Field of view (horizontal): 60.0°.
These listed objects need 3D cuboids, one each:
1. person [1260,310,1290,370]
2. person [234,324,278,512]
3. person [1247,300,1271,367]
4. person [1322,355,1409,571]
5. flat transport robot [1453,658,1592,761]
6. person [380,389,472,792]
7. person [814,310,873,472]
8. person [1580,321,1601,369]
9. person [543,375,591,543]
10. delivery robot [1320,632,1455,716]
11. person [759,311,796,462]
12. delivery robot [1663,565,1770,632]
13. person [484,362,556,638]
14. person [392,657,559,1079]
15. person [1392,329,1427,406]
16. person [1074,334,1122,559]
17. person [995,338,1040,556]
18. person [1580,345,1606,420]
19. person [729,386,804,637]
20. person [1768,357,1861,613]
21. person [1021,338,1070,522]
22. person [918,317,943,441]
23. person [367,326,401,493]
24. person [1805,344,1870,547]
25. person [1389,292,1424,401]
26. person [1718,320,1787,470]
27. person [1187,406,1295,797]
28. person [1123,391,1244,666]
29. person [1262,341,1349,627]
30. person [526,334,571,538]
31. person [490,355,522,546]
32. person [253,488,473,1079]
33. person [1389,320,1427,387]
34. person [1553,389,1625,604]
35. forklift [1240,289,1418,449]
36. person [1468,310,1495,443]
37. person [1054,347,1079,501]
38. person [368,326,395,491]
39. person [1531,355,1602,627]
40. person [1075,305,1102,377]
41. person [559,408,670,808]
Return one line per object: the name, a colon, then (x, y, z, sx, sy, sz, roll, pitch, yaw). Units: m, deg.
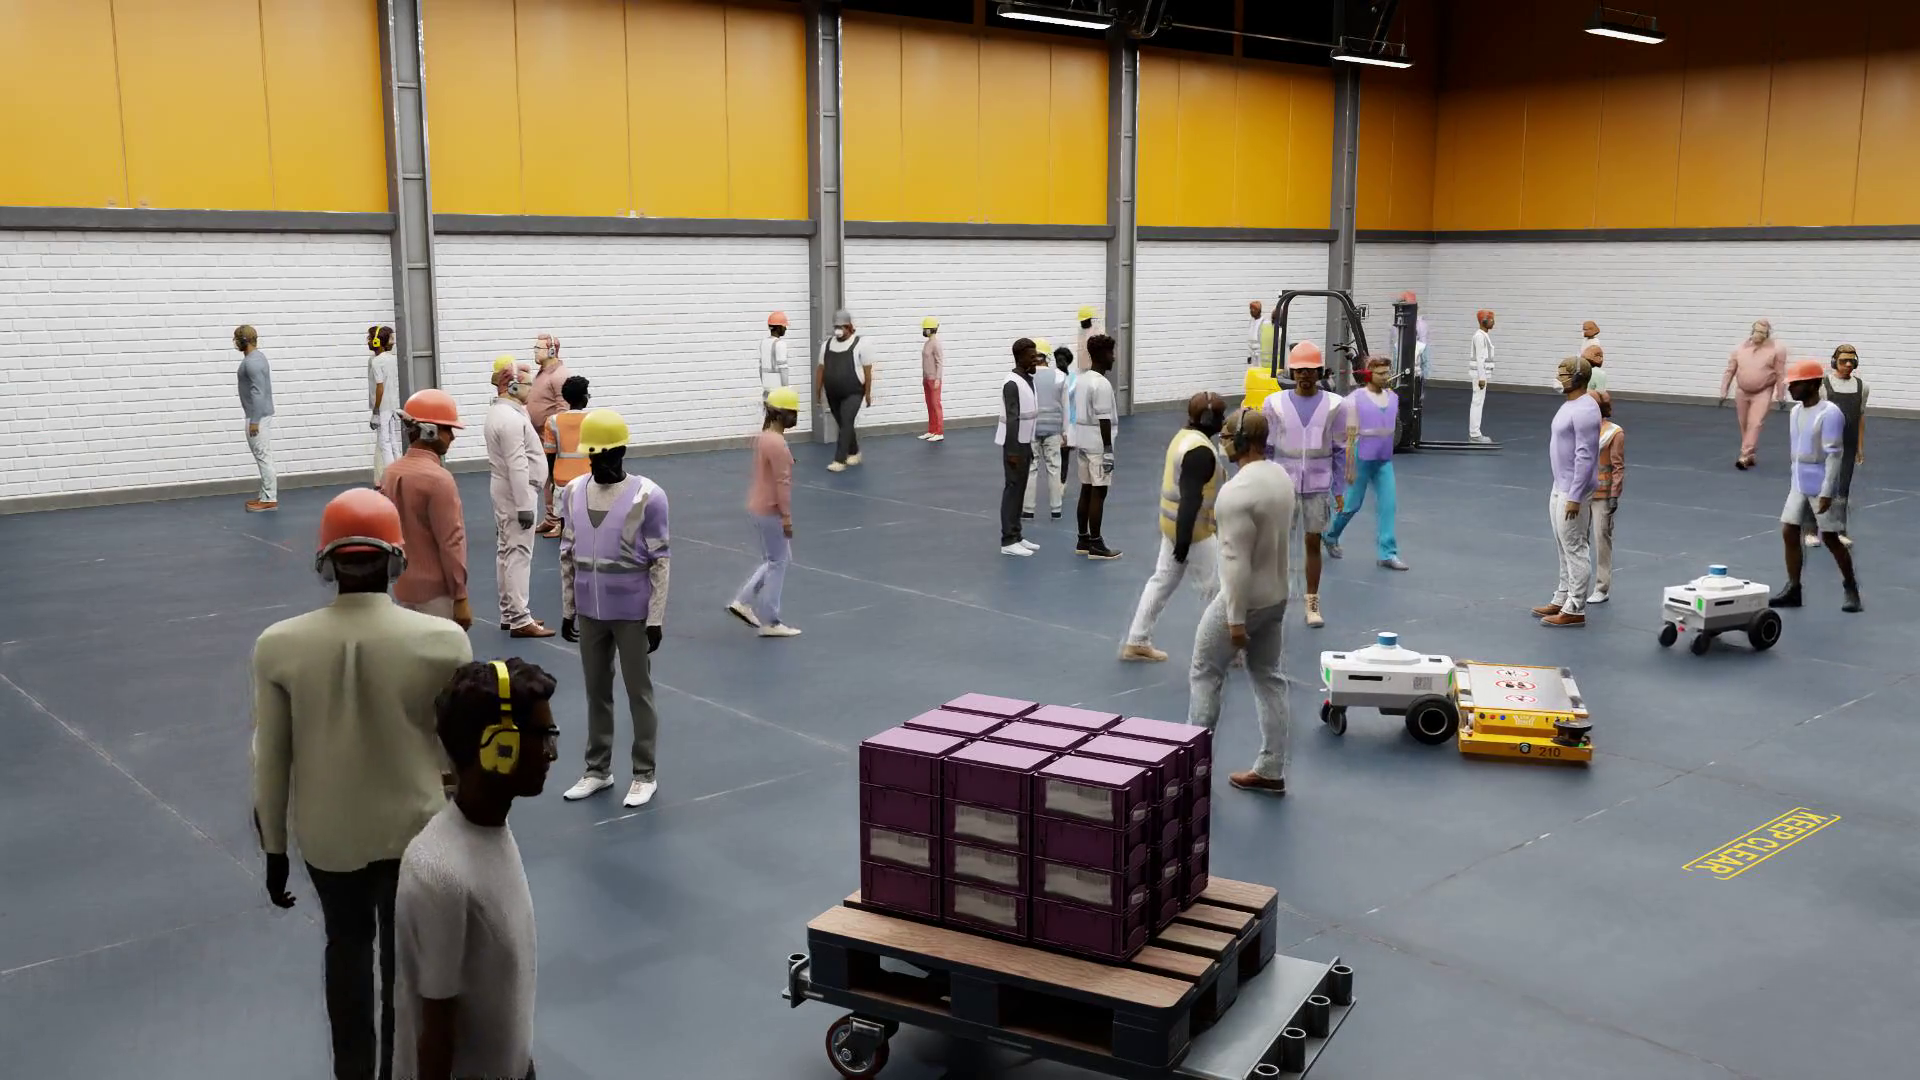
person: (4.869, -2.645, 25.749, 0.479, 1.827, 0.642, -4, 10, -20)
person: (-7.282, -1.257, 17.209, 0.369, 1.935, 0.630, -3, 10, -19)
person: (5.197, -3.233, 28.969, 0.395, 1.872, 0.593, -3, 10, -19)
person: (3.472, -0.681, 14.215, 0.579, 1.812, 0.910, -5, 11, -29)
flat transport robot: (3.116, 0.924, 9.301, 0.652, 0.197, 1.431, 3, 10, 15)
person: (-2.604, 0.249, 8.240, 0.609, 1.986, 0.391, 9, 13, 42)
person: (-1.440, -1.905, 20.690, 0.694, 2.000, 1.052, 5, 11, 25)
person: (9.801, -2.602, 25.960, 0.278, 1.633, 0.497, -1, 10, -6)
person: (-3.027, -0.458, 13.217, 0.535, 1.699, 0.321, 1, 10, 4)
delivery robot: (2.352, 0.755, 9.191, 0.707, 0.478, 0.477, 2, 10, 9)
person: (-2.332, -1.946, 21.234, 0.376, 1.936, 0.549, -8, 12, -37)
delivery robot: (5.091, 0.412, 11.198, 0.707, 0.478, 0.477, -5, 11, -25)
person: (-3.064, -0.278, 11.564, 0.410, 1.907, 0.642, -5, 11, -25)
person: (-1.001, 1.158, 3.322, 0.468, 1.846, 0.562, -1, 10, -3)
person: (6.801, -2.467, 25.211, 0.519, 1.625, 0.568, 2, 10, 11)
person: (1.201, -0.818, 14.540, 0.361, 1.964, 0.613, -3, 10, -17)
person: (0.517, -0.833, 14.773, 0.393, 1.919, 0.590, 3, 10, 15)
person: (7.169, -1.408, 18.977, 0.280, 1.633, 0.498, -4, 11, -24)
person: (-1.292, -0.190, 11.508, 0.454, 1.746, 0.561, -3, 10, -16)
person: (6.439, -0.410, 12.401, 0.724, 1.902, 0.563, -2, 10, -10)
person: (0.798, -1.088, 16.541, 0.587, 1.826, 0.404, -1, 10, -3)
person: (-0.422, -2.297, 23.792, 0.316, 1.767, 0.535, -4, 11, -23)
person: (-6.370, -1.420, 18.339, 0.328, 1.877, 0.510, 0, 10, 1)
person: (7.952, -0.850, 15.088, 0.508, 1.846, 0.345, 1, 10, 3)
person: (7.962, -3.412, 29.666, 1.078, 1.987, 0.625, -9, 13, -44)
person: (9.742, -1.782, 20.526, 0.992, 1.844, 0.694, -9, 13, -43)
person: (1.306, 0.294, 8.205, 0.784, 1.913, 0.638, 8, 12, 39)
person: (1.525, -0.065, 10.697, 1.003, 1.786, 0.630, -1, 10, -3)
person: (2.433, -0.388, 11.804, 0.609, 2.044, 0.395, 2, 10, 9)
person: (-3.869, -0.979, 15.652, 0.409, 1.913, 0.642, -7, 12, -34)
person: (-4.103, -0.815, 15.173, 0.288, 1.746, 0.487, 0, 10, 3)
person: (-1.695, 0.831, 4.863, 0.627, 1.969, 0.595, -1, 10, -7)
person: (7.313, -2.945, 27.281, 0.674, 1.886, 0.742, 8, 12, 38)
person: (4.819, -0.337, 12.693, 0.310, 1.636, 0.523, -5, 11, -28)
forklift: (5.034, -2.339, 22.783, 2.313, 2.155, 1.214, 3, 10, 16)
person: (7.375, -2.306, 23.500, 0.356, 1.884, 0.574, 3, 10, 17)
person: (1.083, -1.273, 18.125, 0.538, 1.656, 0.842, 5, 11, 26)
person: (-6.406, -1.442, 18.500, 0.310, 1.864, 0.534, -2, 10, -13)
person: (4.349, -0.344, 11.855, 0.373, 1.940, 0.628, 2, 10, 9)
person: (1.916, -2.668, 25.629, 0.653, 1.875, 0.677, -6, 11, -32)
person: (-1.670, 0.322, 7.994, 0.586, 1.924, 0.370, 4, 10, 20)
